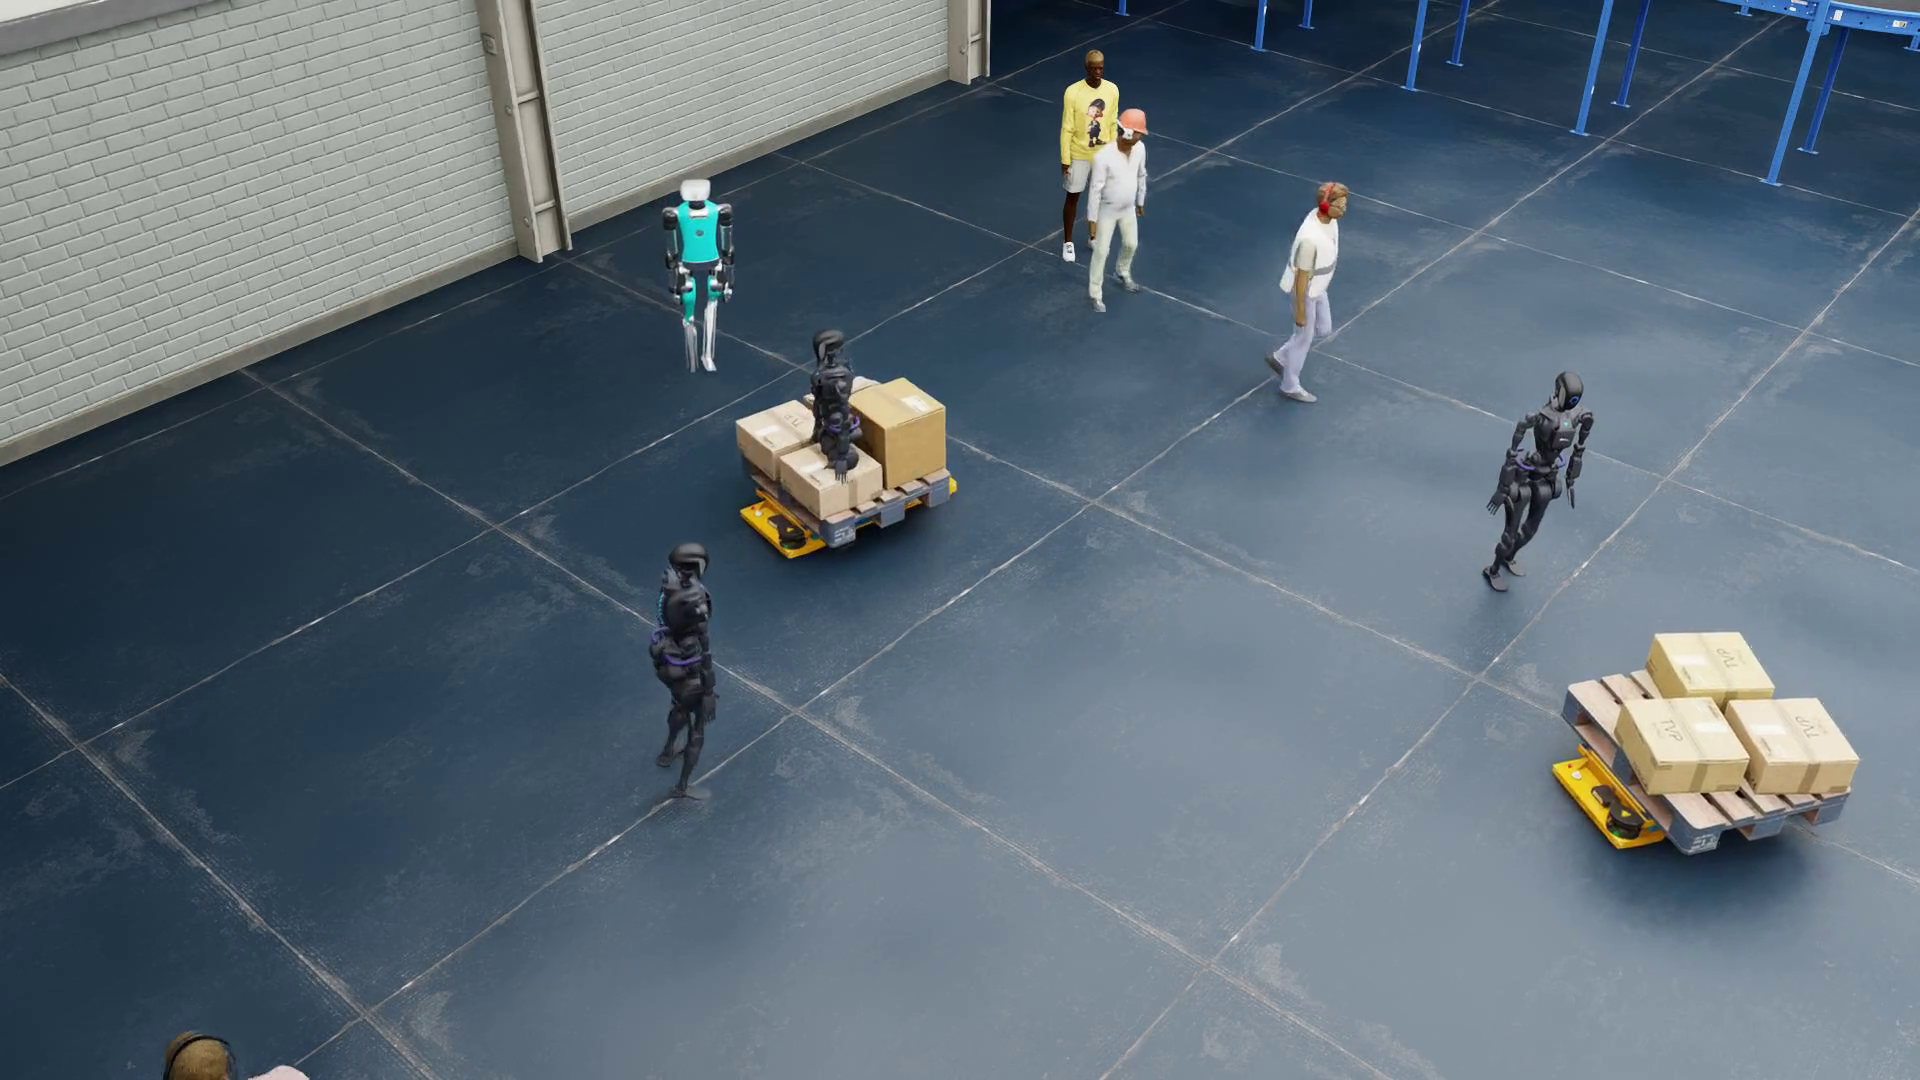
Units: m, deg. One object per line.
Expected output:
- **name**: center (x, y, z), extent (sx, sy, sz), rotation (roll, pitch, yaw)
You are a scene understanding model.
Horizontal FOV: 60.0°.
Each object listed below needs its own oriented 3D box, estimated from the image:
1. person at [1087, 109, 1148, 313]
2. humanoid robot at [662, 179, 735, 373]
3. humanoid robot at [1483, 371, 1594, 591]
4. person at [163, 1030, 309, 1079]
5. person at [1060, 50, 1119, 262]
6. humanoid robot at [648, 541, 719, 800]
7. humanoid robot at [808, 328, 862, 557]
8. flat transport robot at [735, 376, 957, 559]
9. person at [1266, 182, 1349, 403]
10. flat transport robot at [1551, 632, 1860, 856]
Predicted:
- **person**: center (1.282, -2.817, 14.090), extent (0.694, 1.725, 0.419), rotation (-21, 41, -27)
- **humanoid robot**: center (-2.035, -2.042, 13.048), extent (0.532, 1.833, 0.770), rotation (-7, 36, -10)
- **humanoid robot**: center (3.690, -0.405, 10.767), extent (0.589, 1.651, 0.453), rotation (-8, 36, -11)
- **person**: center (-2.748, 2.533, 6.434), extent (0.954, 1.893, 0.648), rotation (29, 45, 34)
- **person**: center (1.147, -3.416, 14.781), extent (0.542, 1.899, 0.376), rotation (-10, 37, -14)
- **humanoid robot**: center (-1.552, 0.689, 9.225), extent (0.401, 1.637, 0.614), rotation (-22, 41, -27)
- **humanoid robot**: center (-0.845, -0.682, 11.125), extent (0.317, 1.649, 0.605), rotation (-14, 38, -19)
- **flat transport robot**: center (-0.787, -0.322, 11.839), extent (1.431, 0.231, 0.659), rotation (-23, 42, -29)
- **person**: center (2.663, -1.891, 12.689), extent (0.432, 1.835, 0.611), rotation (15, 38, 20)
- **flat transport robot**: center (4.195, 1.340, 9.505), extent (1.431, 0.231, 0.659), rotation (-10, 37, -13)
